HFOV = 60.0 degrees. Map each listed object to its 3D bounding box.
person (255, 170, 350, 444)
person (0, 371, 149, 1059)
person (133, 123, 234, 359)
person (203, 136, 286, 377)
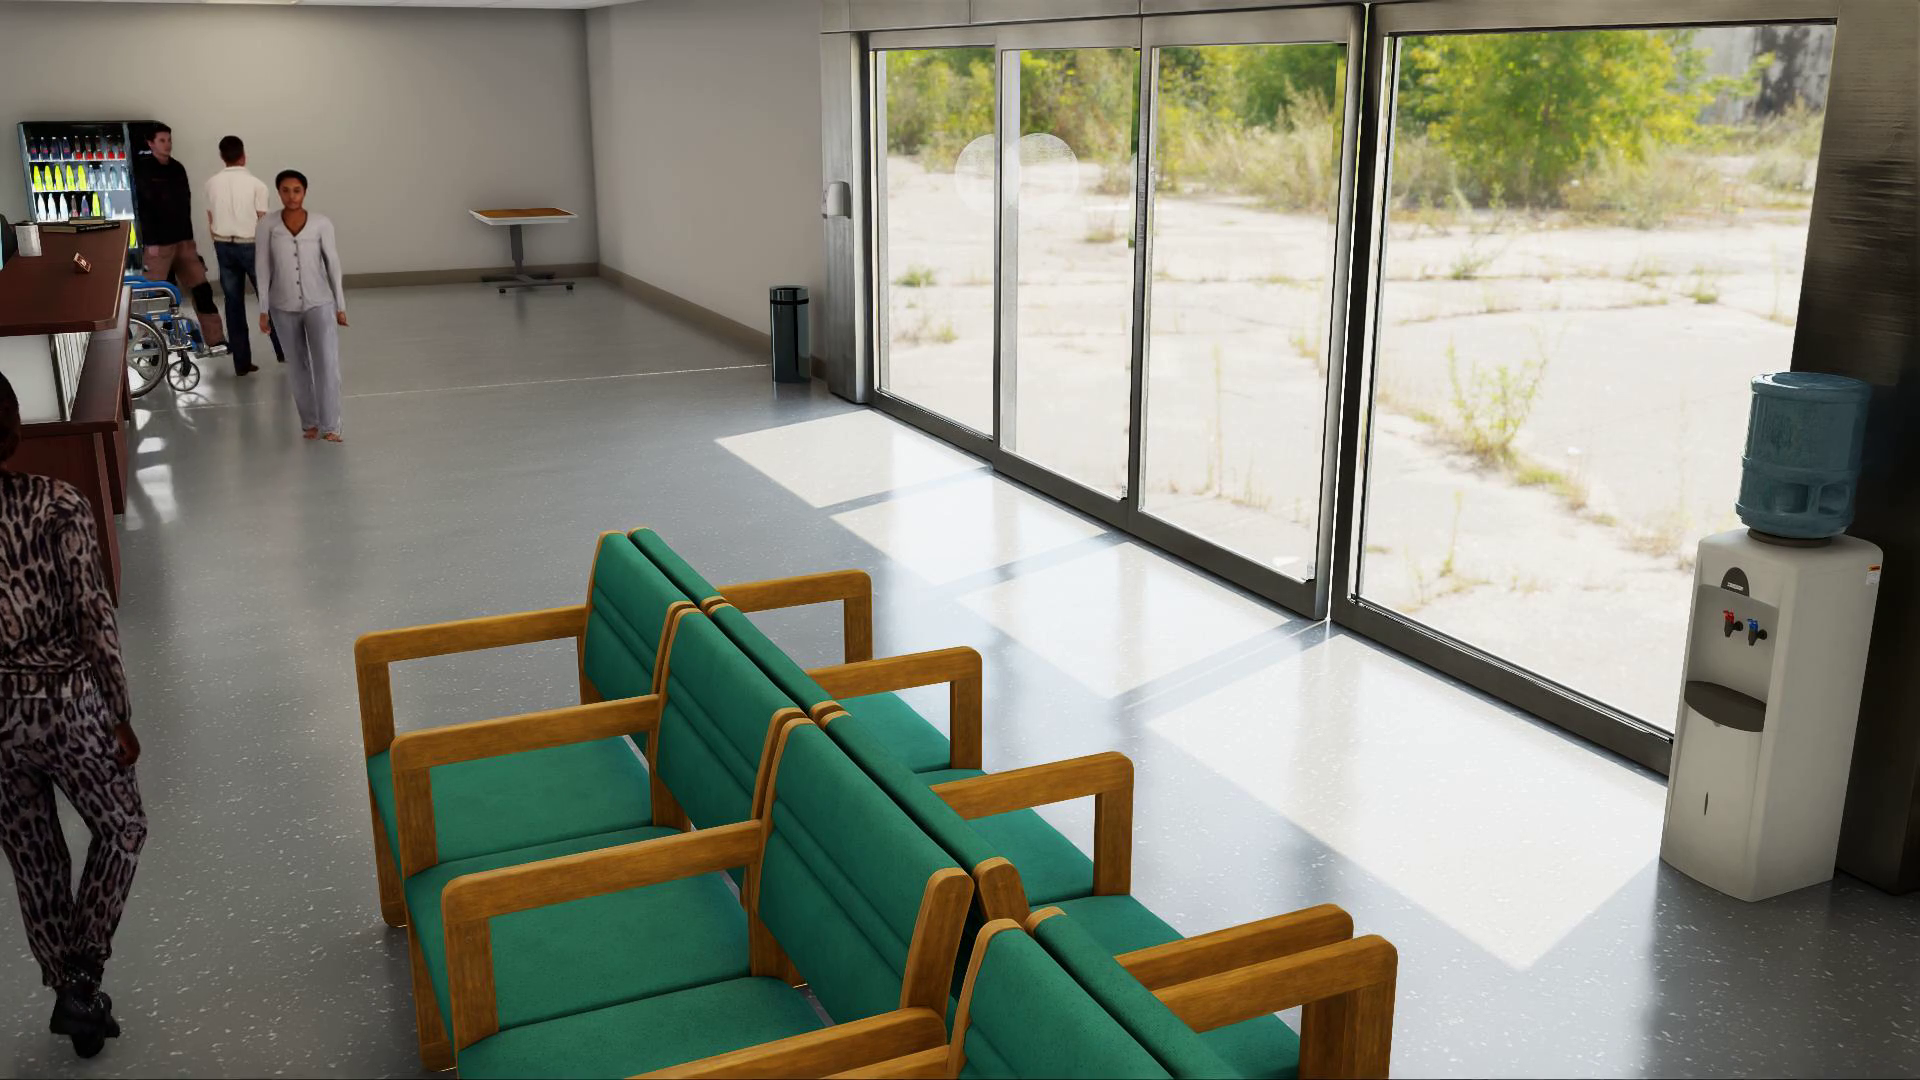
[{"bbox_3d":[-4.222,-1.491,10.667,0.893,1.709,0.806,-5,16,-16],"label":"person"},{"bbox_3d":[-2.124,0.452,3.781,0.695,1.706,0.710,-4,16,-15],"label":"person"},{"bbox_3d":[-6.497,-2.377,13.514,1.266,1.870,1.286,8,18,27],"label":"person"},{"bbox_3d":[-5.606,-2.172,12.886,1.139,1.816,1.018,0,16,-1],"label":"person"}]
